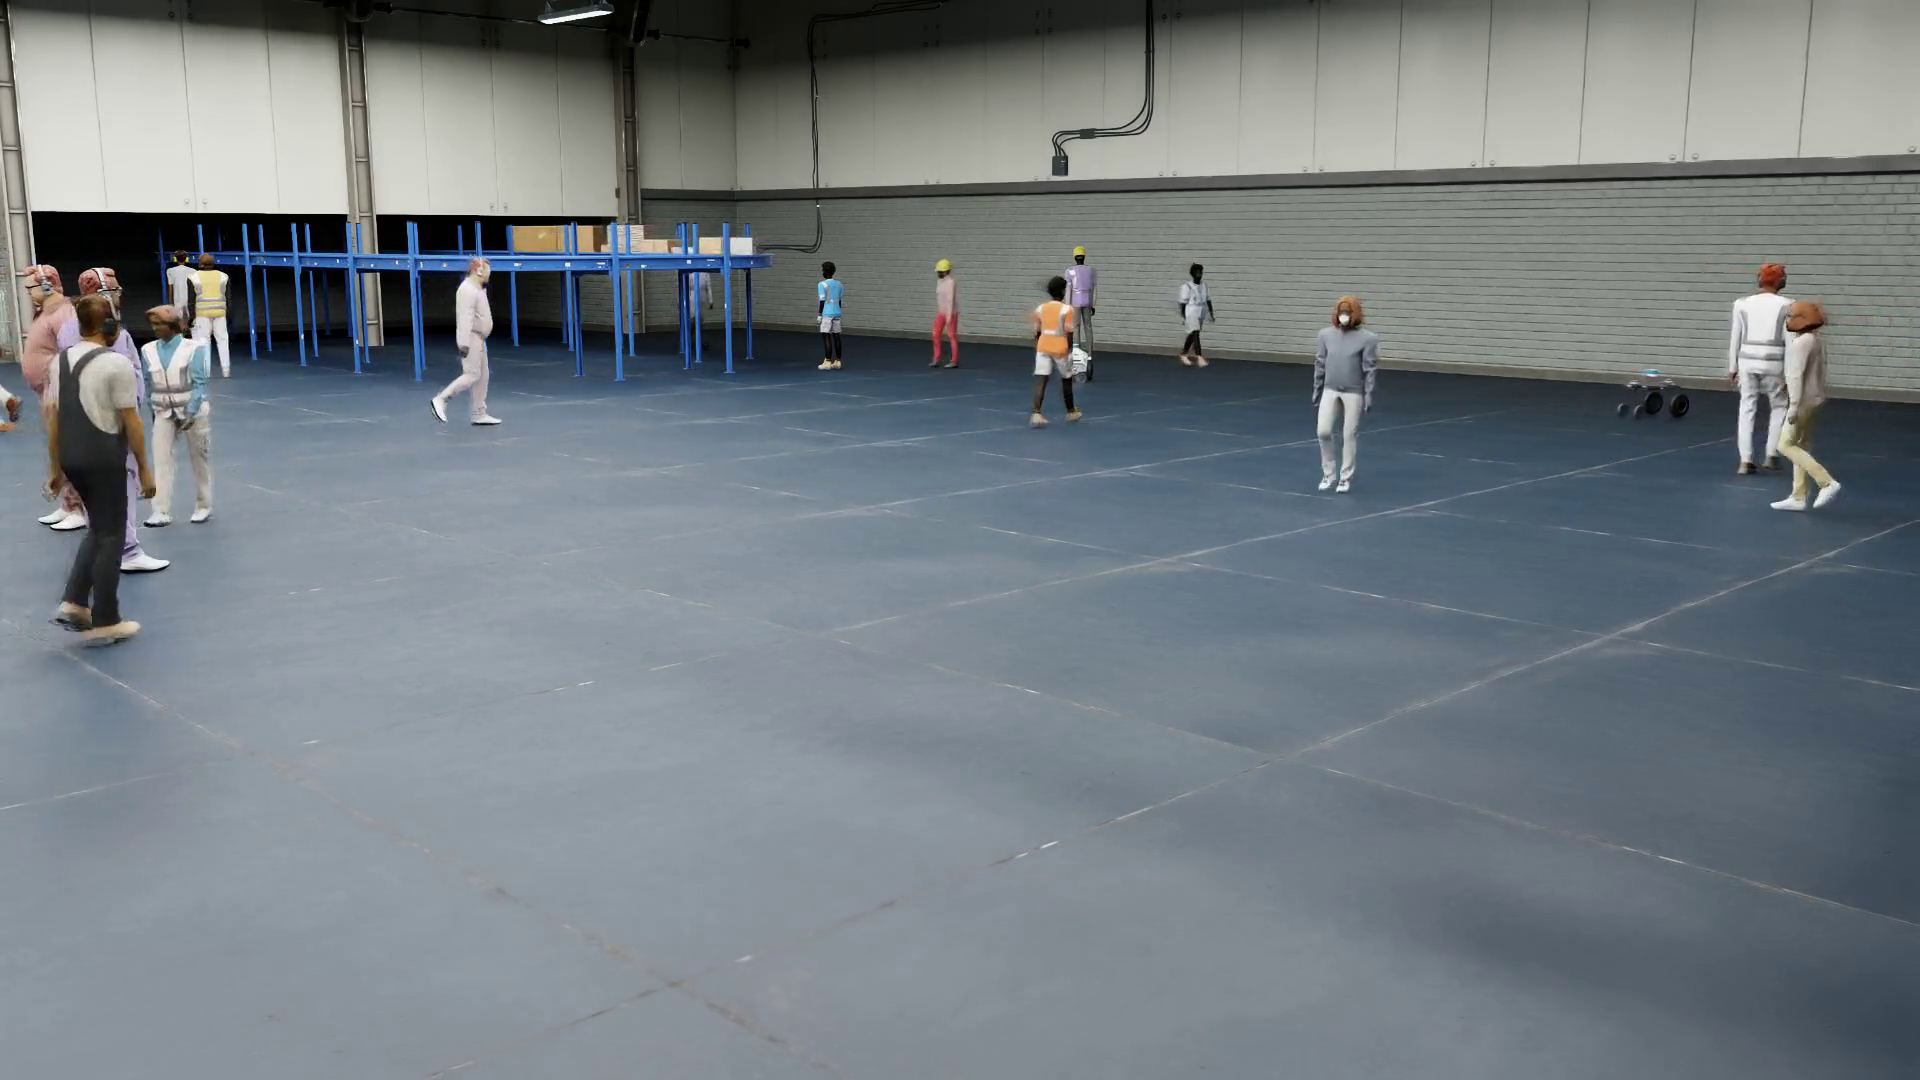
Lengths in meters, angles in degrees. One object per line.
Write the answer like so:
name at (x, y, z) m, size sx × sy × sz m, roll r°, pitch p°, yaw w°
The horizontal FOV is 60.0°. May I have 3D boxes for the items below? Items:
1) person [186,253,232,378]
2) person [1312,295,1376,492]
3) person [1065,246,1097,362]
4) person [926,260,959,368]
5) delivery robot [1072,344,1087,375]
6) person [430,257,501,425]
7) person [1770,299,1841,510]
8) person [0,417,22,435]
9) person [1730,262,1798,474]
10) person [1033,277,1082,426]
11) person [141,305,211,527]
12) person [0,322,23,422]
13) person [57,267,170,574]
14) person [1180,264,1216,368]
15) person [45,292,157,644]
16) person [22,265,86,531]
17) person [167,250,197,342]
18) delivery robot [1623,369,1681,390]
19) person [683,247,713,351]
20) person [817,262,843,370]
person at (-11.189, -3.340, 24.799) m, size 0.650 × 1.837 × 0.428 m, roll -9°, pitch 14°, yaw -41°
person at (3.133, -1.190, 13.648) m, size 0.530 × 1.614 × 0.454 m, roll 5°, pitch 12°, yaw 27°
person at (2.014, -3.958, 27.934) m, size 0.586 × 1.921 × 0.383 m, roll -4°, pitch 11°, yaw -19°
person at (-0.242, -3.576, 26.394) m, size 0.655 × 1.714 × 0.528 m, roll -8°, pitch 13°, yaw -37°
delivery robot at (1.669, -2.600, 24.121) m, size 0.477 × 0.478 × 0.707 m, roll 1°, pitch 10°, yaw 5°
person at (-5.528, -2.208, 18.537) m, size 0.652 × 1.872 × 0.676 m, roll -2°, pitch 11°, yaw -8°
person at (6.475, -1.012, 12.664) m, size 0.448 × 1.621 × 0.533 m, roll 8°, pitch 13°, yaw 38°
person at (-10.638, -2.049, 17.684) m, size 0.996 × 1.882 × 0.683 m, roll -2°, pitch 11°, yaw -9°
person at (7.183, -1.532, 14.855) m, size 0.584 × 1.870 × 0.611 m, roll 8°, pitch 13°, yaw 38°
person at (1.073, -2.103, 18.560) m, size 0.544 × 1.647 × 0.861 m, roll 7°, pitch 12°, yaw 33°
person at (-5.703, -0.886, 12.038) m, size 0.506 × 1.597 × 0.814 m, roll 0°, pitch 10°, yaw 2°
person at (-10.805, -2.205, 18.420) m, size 0.794 × 1.916 × 0.605 m, roll 1°, pitch 10°, yaw 8°
person at (-5.350, -0.753, 10.496) m, size 0.639 × 1.911 × 0.406 m, roll 7°, pitch 13°, yaw 34°
person at (3.797, -3.628, 26.887) m, size 0.541 × 1.649 × 0.884 m, roll -7°, pitch 13°, yaw -34°
person at (-4.476, -0.369, 8.666) m, size 0.509 × 1.818 × 0.419 m, roll 5°, pitch 11°, yaw 23°
person at (-6.533, -1.030, 12.030) m, size 0.407 × 1.902 × 0.639 m, roll -8°, pitch 13°, yaw -37°
person at (-13.490, -4.105, 28.918) m, size 0.511 × 1.861 × 0.313 m, roll -6°, pitch 12°, yaw -30°
delivery robot at (8.143, -1.893, 19.554) m, size 0.698 × 0.223 × 0.335 m, roll -4°, pitch 11°, yaw -21°
person at (-4.899, -4.483, 30.871) m, size 0.555 × 1.903 × 0.962 m, roll -10°, pitch 14°, yaw -42°
person at (-2.066, -3.550, 26.321) m, size 0.315 × 1.696 × 0.541 m, roll 8°, pitch 13°, yaw 36°
